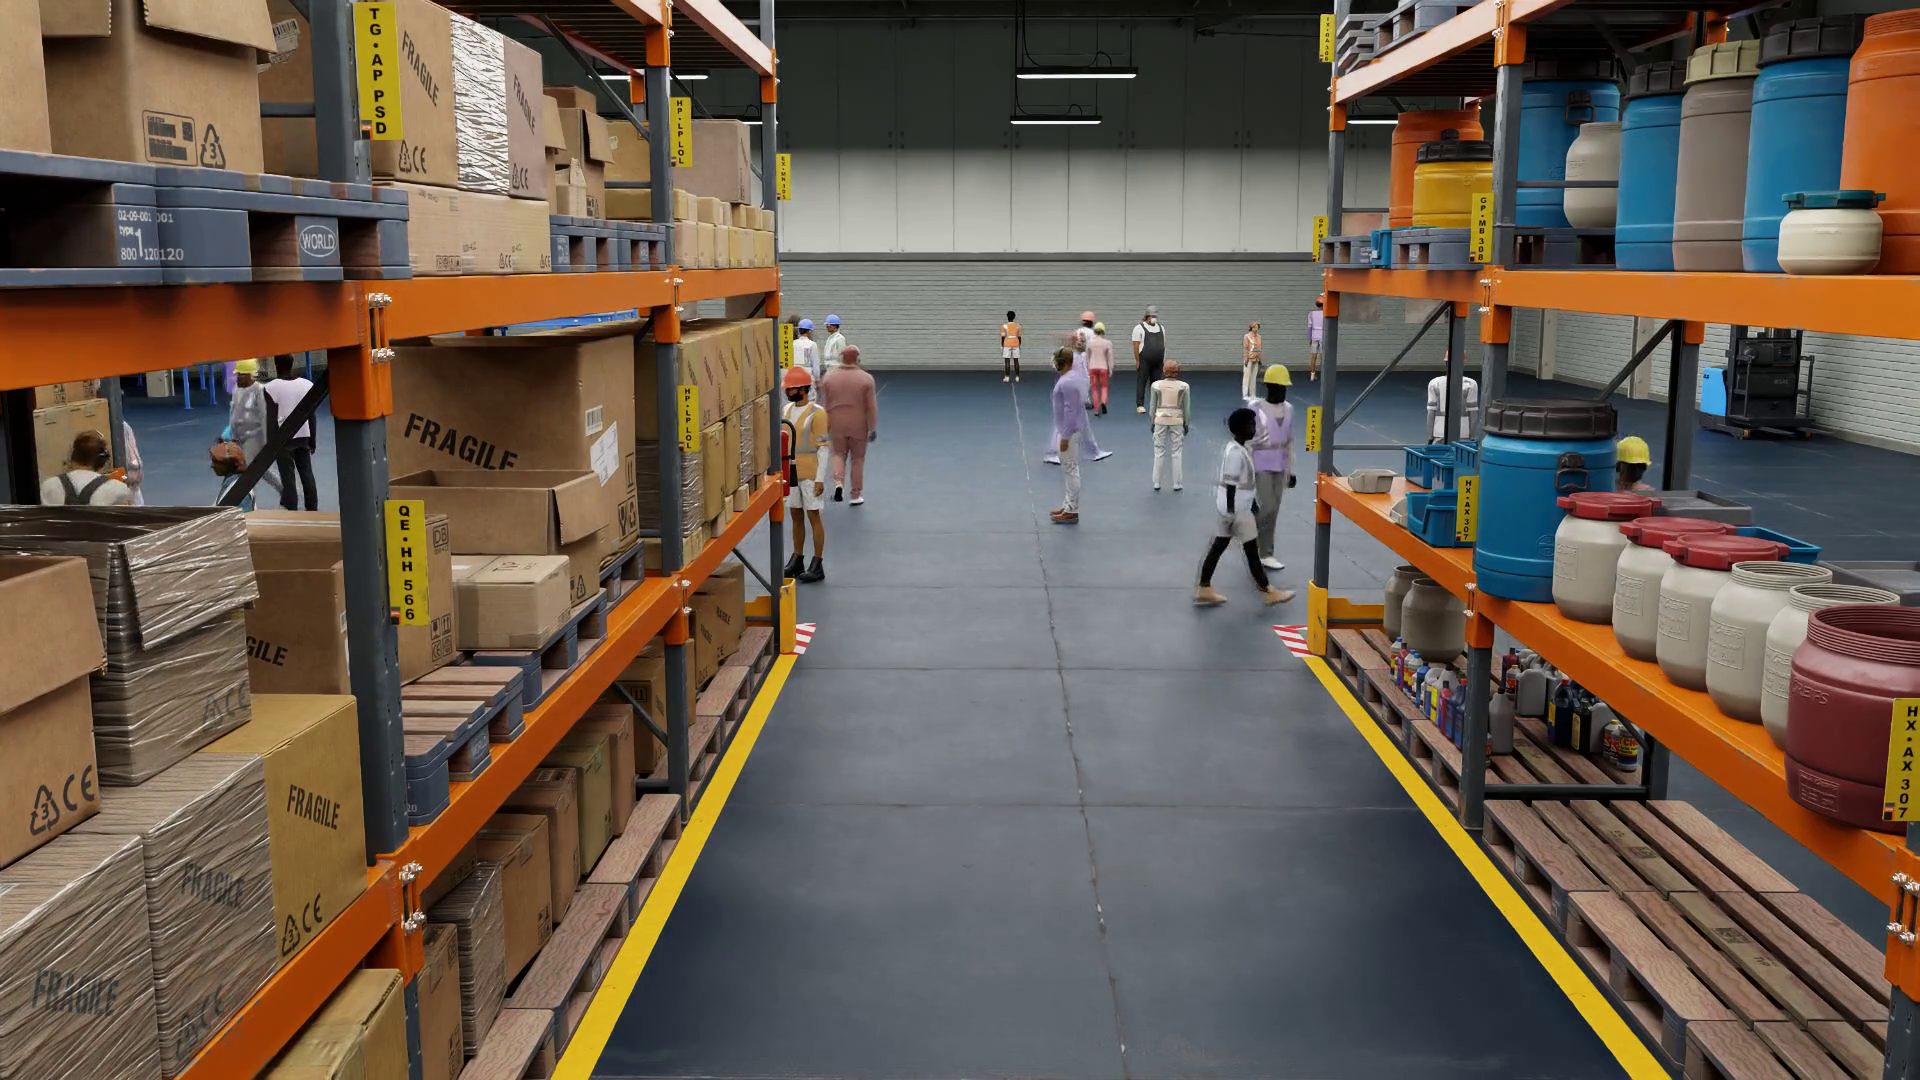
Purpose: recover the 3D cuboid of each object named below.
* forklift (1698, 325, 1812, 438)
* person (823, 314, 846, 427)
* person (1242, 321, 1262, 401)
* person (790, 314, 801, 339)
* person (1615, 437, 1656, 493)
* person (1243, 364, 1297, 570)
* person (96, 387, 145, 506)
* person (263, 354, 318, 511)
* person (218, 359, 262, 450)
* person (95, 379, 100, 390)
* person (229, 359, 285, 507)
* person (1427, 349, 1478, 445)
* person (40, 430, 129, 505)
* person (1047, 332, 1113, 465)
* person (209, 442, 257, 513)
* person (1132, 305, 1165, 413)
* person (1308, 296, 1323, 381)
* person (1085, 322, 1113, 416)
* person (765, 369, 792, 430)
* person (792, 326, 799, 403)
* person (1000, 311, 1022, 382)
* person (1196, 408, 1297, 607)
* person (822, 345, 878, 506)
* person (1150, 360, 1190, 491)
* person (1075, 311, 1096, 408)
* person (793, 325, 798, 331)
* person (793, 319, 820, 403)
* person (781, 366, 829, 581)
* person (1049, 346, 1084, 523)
[{"bbox_3d":[13.248,-3.165,27.620,1.129,2.768,1.873,0,9,1],"label":"forklift"},{"bbox_3d":[-2.180,-2.946,28.961,0.389,1.949,0.602,-4,10,-24],"label":"person"},{"bbox_3d":[6.054,-3.709,34.463,0.514,1.639,0.310,-8,13,-41],"label":"person"},{"bbox_3d":[-3.335,-3.590,33.195,0.635,1.831,0.565,6,11,31],"label":"person"},{"bbox_3d":[4.275,0.210,10.700,0.541,1.740,0.728,-1,10,-8],"label":"person"},{"bbox_3d":[2.893,-0.672,15.440,0.620,1.912,0.418,-7,12,-35],"label":"person"},{"bbox_3d":[-7.403,-0.448,14.442,0.905,1.809,0.635,0,9,-1],"label":"person"},{"bbox_3d":[-7.179,-1.079,17.884,0.370,1.914,0.597,6,11,33],"label":"person"},{"bbox_3d":[-10.684,-2.170,24.685,0.580,1.824,0.630,5,11,30],"label":"person"},{"bbox_3d":[-10.531,-1.448,20.628,0.506,1.723,0.592,3,10,18],"label":"person"},{"bbox_3d":[-8.034,-1.209,19.020,0.599,1.799,0.822,8,12,38],"label":"person"},{"bbox_3d":[5.456,-1.184,18.447,0.545,1.938,0.362,4,10,25],"label":"person"},{"bbox_3d":[-5.578,0.206,10.588,0.532,1.795,0.852,-2,10,-10],"label":"person"},{"bbox_3d":[1.689,-1.998,23.531,0.996,1.862,0.638,0,9,1],"label":"person"},{"bbox_3d":[-4.947,0.140,11.412,0.311,1.636,0.523,-6,11,-33],"label":"person"},{"bbox_3d":[3.651,-3.429,31.710,0.684,2.000,0.538,-4,10,-25],"label":"person"},{"bbox_3d":[8.699,-4.861,40.156,0.608,2.044,0.377,7,12,37],"label":"person"},{"bbox_3d":[2.579,-3.181,30.985,0.523,1.748,0.438,1,10,5],"label":"person"},{"bbox_3d":[-2.399,-1.625,21.342,0.565,1.846,0.722,-8,12,-40],"label":"person"},{"bbox_3d":[-2.655,-2.583,27.203,0.519,1.813,0.668,2,10,14],"label":"person"},{"bbox_3d":[1.218,-4.624,39.768,0.540,1.695,0.317,-3,10,-19],"label":"person"},{"bbox_3d":[2.365,-0.267,13.775,0.854,1.647,0.545,1,10,8],"label":"person"},{"bbox_3d":[-1.282,-1.350,19.575,0.665,1.888,0.433,2,10,11],"label":"person"},{"bbox_3d":[2.639,-1.444,20.930,0.509,1.627,0.323,2,10,10],"label":"person"},{"bbox_3d":[2.382,-3.510,32.472,0.749,1.917,0.552,-8,12,-39],"label":"person"},{"bbox_3d":[-3.130,-3.216,31.370,0.538,1.680,0.365,1,9,3],"label":"person"},{"bbox_3d":[-2.493,-2.590,26.844,0.603,1.945,0.390,7,12,36],"label":"person"},{"bbox_3d":[-1.423,-0.600,14.957,0.547,1.934,0.375,9,13,43],"label":"person"},{"bbox_3d":[1.176,-1.167,18.351,0.375,1.936,0.628,1,10,4],"label":"person"}]
